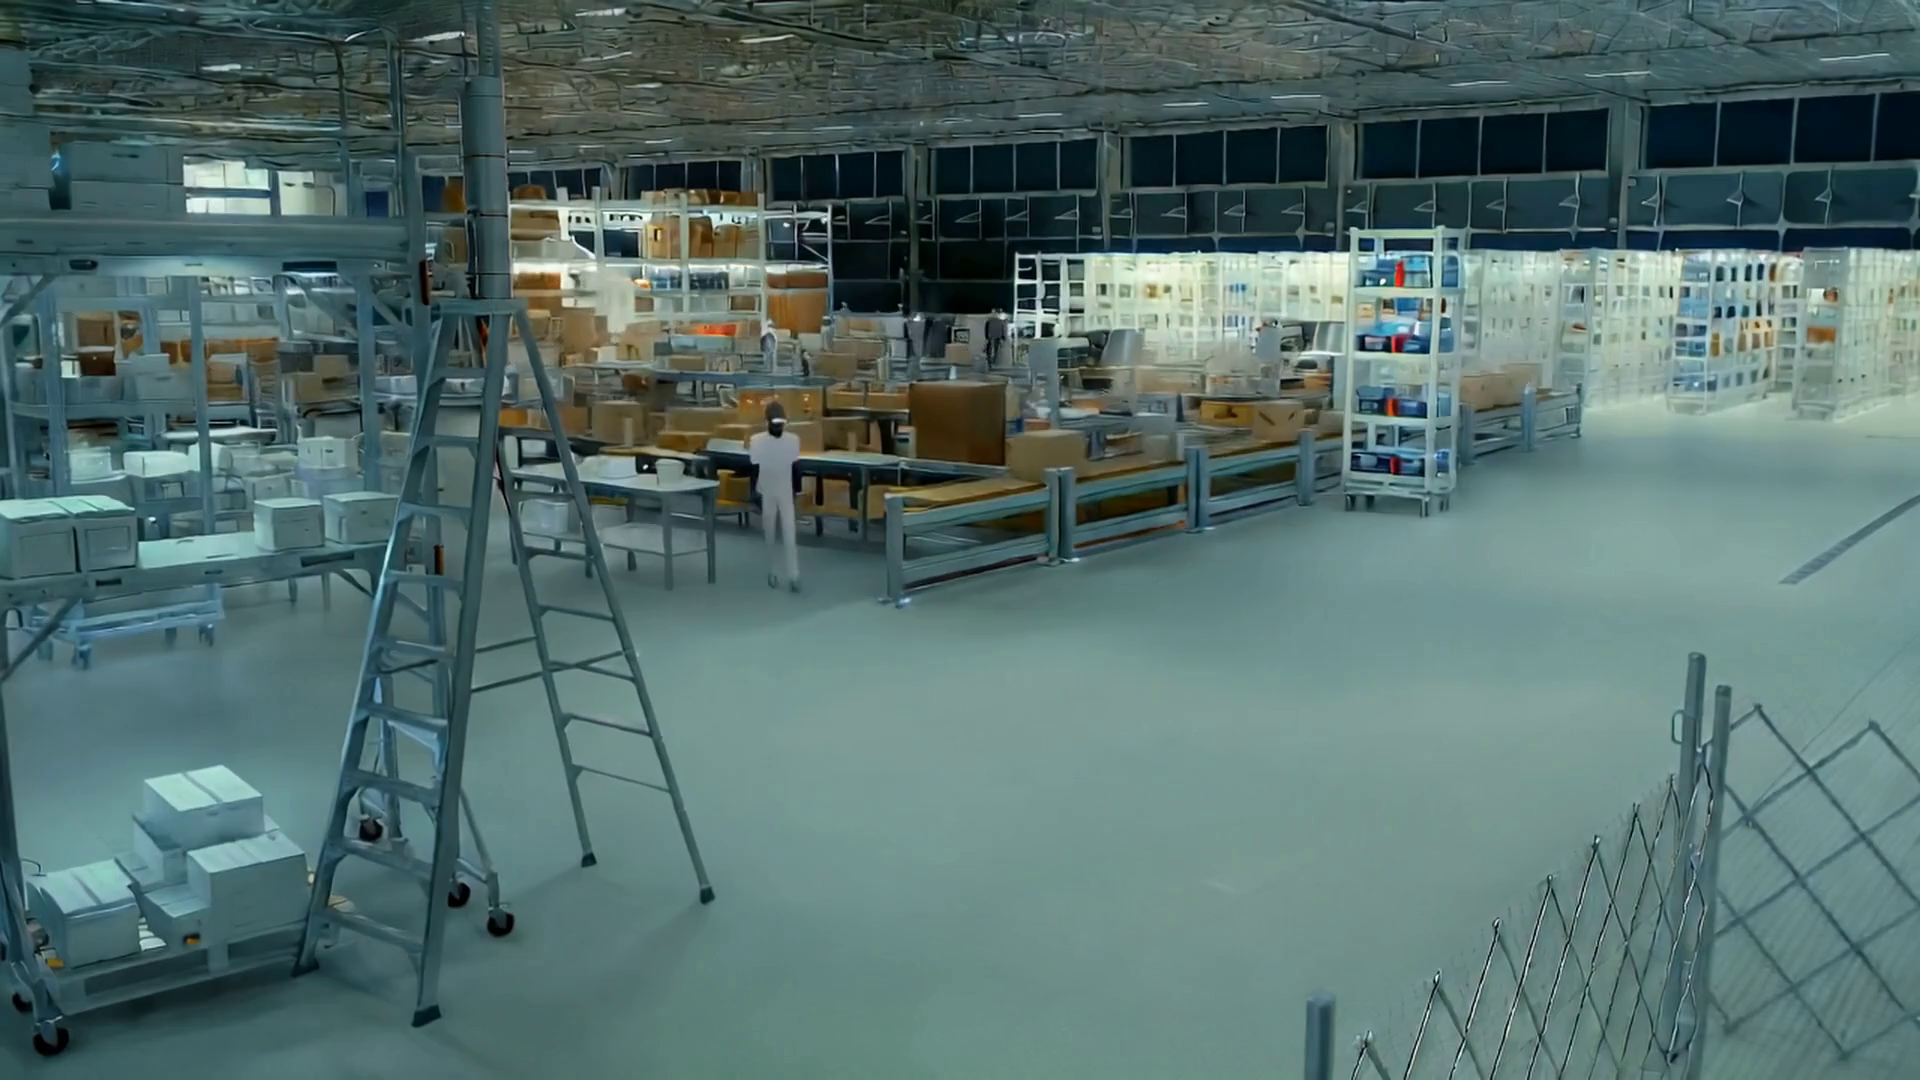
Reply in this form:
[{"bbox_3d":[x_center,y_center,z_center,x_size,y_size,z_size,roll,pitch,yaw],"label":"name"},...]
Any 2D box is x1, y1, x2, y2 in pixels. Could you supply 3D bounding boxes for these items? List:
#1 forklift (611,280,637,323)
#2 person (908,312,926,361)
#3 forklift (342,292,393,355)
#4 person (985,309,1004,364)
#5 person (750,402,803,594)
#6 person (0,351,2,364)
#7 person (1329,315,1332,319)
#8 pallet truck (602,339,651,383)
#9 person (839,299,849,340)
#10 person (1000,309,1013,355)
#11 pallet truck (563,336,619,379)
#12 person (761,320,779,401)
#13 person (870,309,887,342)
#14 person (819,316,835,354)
[{"bbox_3d":[-11.169,-7.266,55.382,1.129,2.768,1.873,7,11,37],"label":"forklift"},{"bbox_3d":[-1.372,-6.415,53.387,0.567,1.810,0.516,-2,9,-10],"label":"person"},{"bbox_3d":[-16.485,-5.622,45.120,1.129,2.768,1.873,7,11,37],"label":"forklift"},{"bbox_3d":[1.137,-6.731,55.179,0.641,1.878,0.836,0,9,1],"label":"person"},{"bbox_3d":[-1.736,-0.392,15.777,0.506,1.822,0.965,-2,9,-14],"label":"person"},{"bbox_3d":[-28.224,-5.615,48.591,0.451,1.741,0.600,1,9,7],"label":"person"},{"bbox_3d":[11.846,-6.357,53.074,0.408,1.819,0.672,1,9,4],"label":"person"},{"bbox_3d":[-8.991,-4.871,45.351,0.653,1.274,1.630,7,11,37],"label":"pallet truck"},{"bbox_3d":[-5.067,-9.576,72.770,0.629,1.925,0.558,9,13,44],"label":"person"},{"bbox_3d":[1.643,-7.723,61.841,0.597,1.726,0.411,-3,10,-21],"label":"person"},{"bbox_3d":[-10.690,-5.294,48.215,1.601,1.201,0.680,-5,10,-26],"label":"pallet truck"},{"bbox_3d":[-4.502,-4.228,39.319,0.385,1.948,0.603,2,9,10],"label":"person"},{"bbox_3d":[-2.968,-7.505,60.440,0.571,1.731,0.395,-2,9,-15],"label":"person"},{"bbox_3d":[-3.810,-5.547,47.919,0.403,1.827,0.600,-9,13,-43],"label":"person"}]
